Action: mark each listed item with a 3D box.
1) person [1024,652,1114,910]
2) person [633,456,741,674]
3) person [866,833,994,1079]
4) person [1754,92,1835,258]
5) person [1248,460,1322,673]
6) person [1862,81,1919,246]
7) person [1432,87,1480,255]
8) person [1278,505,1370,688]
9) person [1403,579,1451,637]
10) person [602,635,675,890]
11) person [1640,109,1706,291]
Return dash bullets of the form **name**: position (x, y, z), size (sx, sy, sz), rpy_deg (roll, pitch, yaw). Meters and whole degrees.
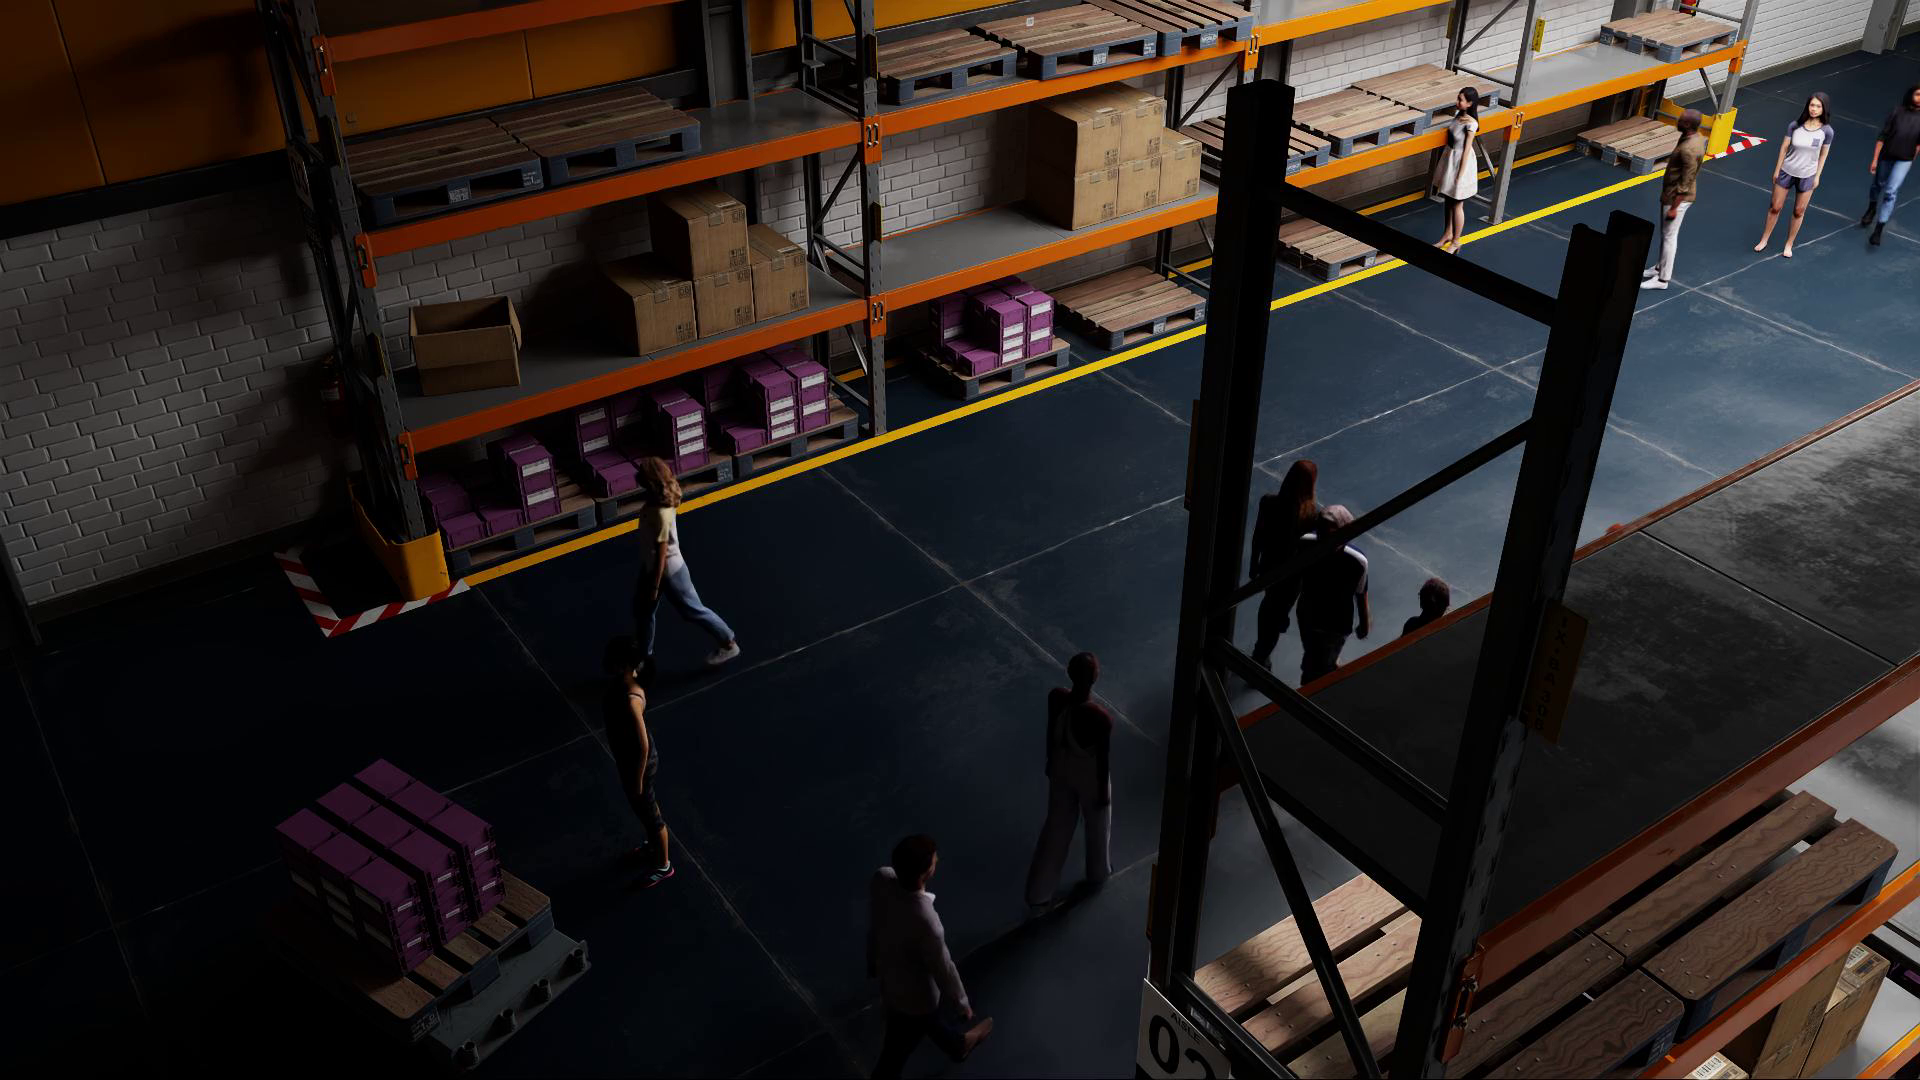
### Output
- **person**: position (0.607, 1.381, 9.289), size (0.747, 1.769, 0.988), rpy_deg (24, 41, 32)
- **person**: position (-1.860, 0.218, 11.119), size (1.223, 1.679, 0.916), rpy_deg (-7, 34, -11)
- **person**: position (-0.328, 2.185, 8.040), size (1.108, 1.811, 0.763), rpy_deg (-18, 38, -25)
- **person**: position (8.616, -3.763, 17.083), size (0.668, 1.706, 0.654), rpy_deg (18, 38, 25)
- **person**: position (2.099, 0.262, 11.046), size (0.737, 1.687, 0.850), rpy_deg (21, 39, 28)
- **person**: position (9.812, -4.002, 17.494), size (0.941, 1.649, 1.240), rpy_deg (17, 37, 23)
- **person**: position (5.093, -3.777, 17.048), size (0.799, 1.769, 0.776), rpy_deg (-3, 34, -4)
- **person**: position (2.371, 0.490, 10.614), size (1.211, 1.784, 0.798), rpy_deg (-28, 43, -35)
- **person**: position (2.772, 0.966, 10.138), size (1.044, 1.518, 0.564), rpy_deg (-19, 38, -26)
- **person**: position (-1.843, 1.253, 9.517), size (0.621, 1.729, 0.629), rpy_deg (-11, 35, -16)
- **person**: position (7.056, -3.365, 16.378), size (0.865, 1.824, 0.757), rpy_deg (11, 35, 16)
